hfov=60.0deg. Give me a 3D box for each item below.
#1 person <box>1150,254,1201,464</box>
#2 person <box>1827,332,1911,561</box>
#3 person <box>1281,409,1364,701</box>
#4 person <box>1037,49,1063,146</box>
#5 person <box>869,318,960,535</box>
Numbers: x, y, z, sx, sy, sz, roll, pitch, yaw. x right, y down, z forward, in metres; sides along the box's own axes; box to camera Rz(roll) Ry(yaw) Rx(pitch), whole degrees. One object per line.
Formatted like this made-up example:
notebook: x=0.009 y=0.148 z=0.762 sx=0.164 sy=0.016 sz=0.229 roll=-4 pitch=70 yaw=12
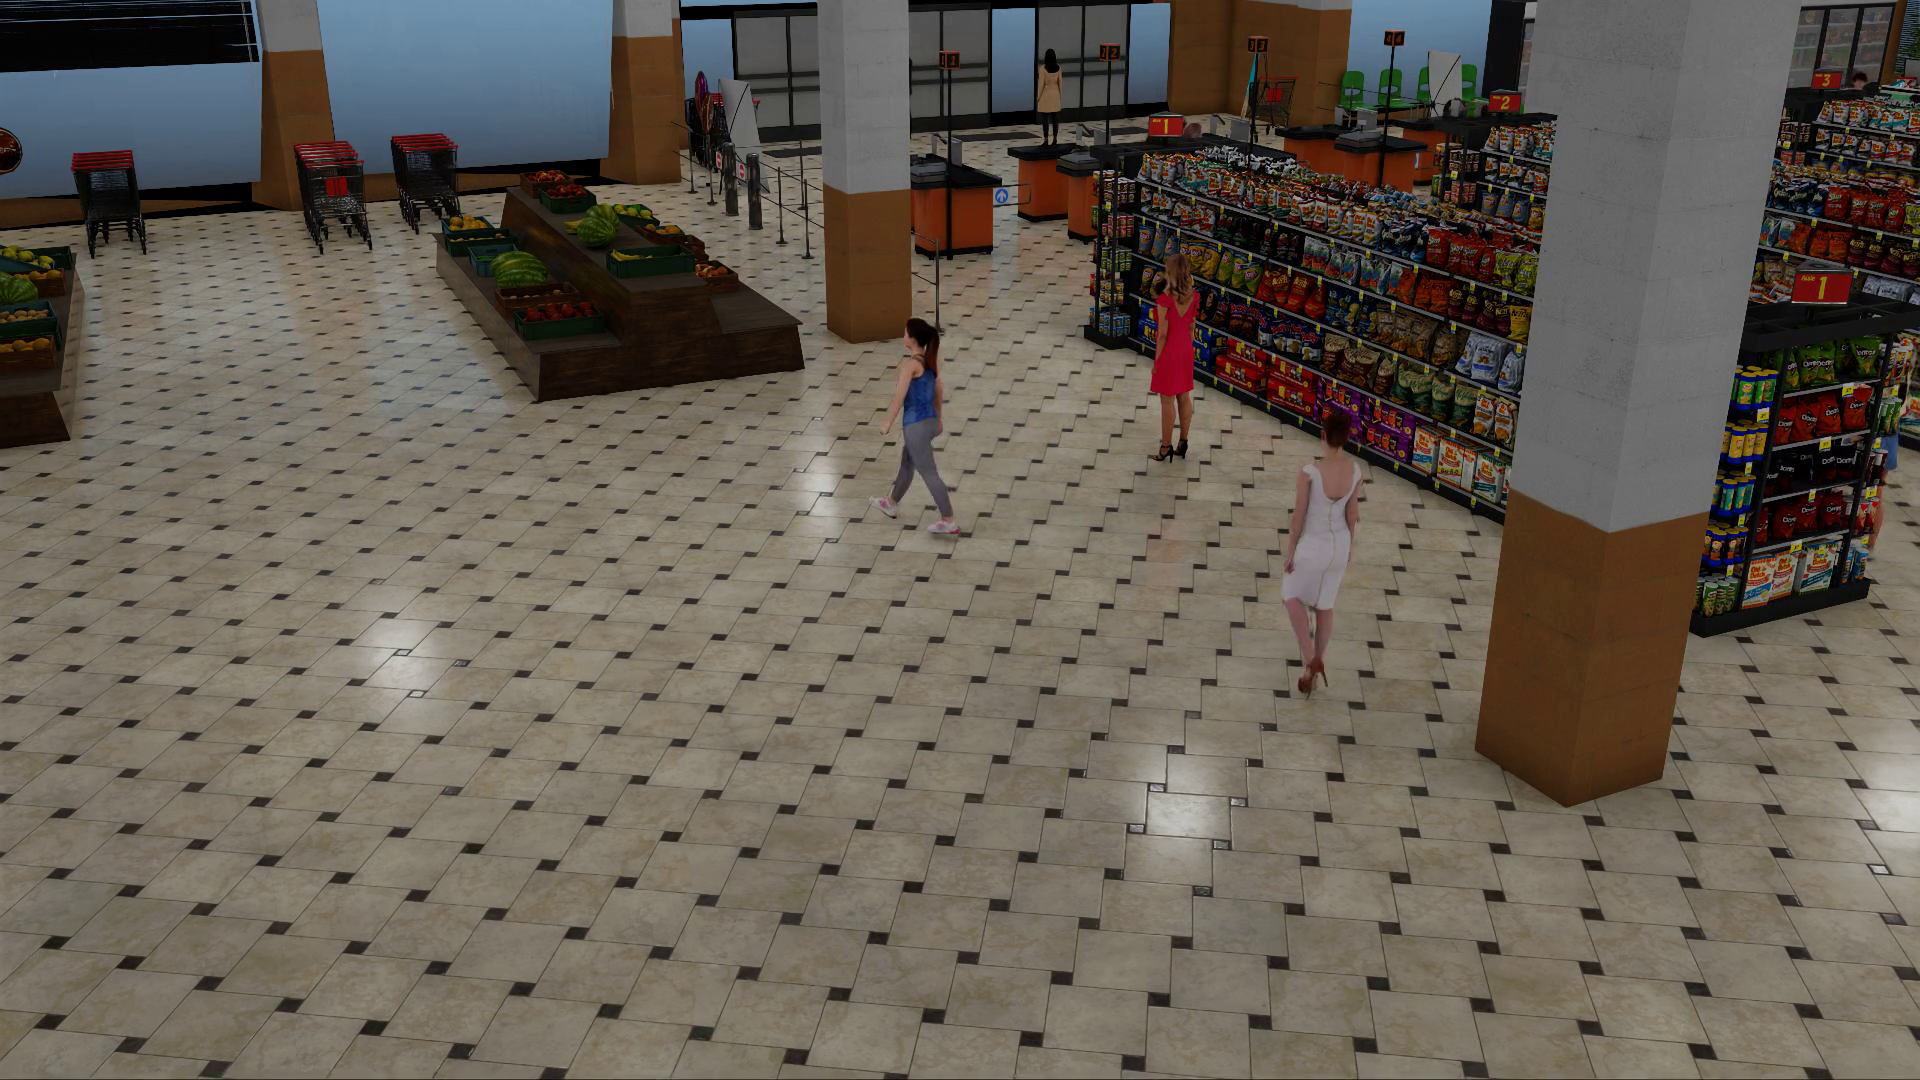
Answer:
person: x=1.766 y=-1.493 z=13.634 sx=0.600 sy=1.729 sz=0.580 roll=-14 pitch=26 yaw=-31
person: x=6.455 y=-0.638 z=11.664 sx=0.708 sy=1.611 sz=0.815 roll=-6 pitch=23 yaw=-15
person: x=2.096 y=0.130 z=9.525 sx=0.671 sy=1.782 sz=0.728 roll=-5 pitch=22 yaw=-11
person: x=1.588 y=-7.846 z=29.510 sx=0.646 sy=1.681 sz=0.501 roll=-10 pitch=24 yaw=-23
person: x=-0.232 y=-0.785 z=12.085 sx=1.126 sy=1.569 sz=0.963 roll=12 pitch=25 yaw=27
